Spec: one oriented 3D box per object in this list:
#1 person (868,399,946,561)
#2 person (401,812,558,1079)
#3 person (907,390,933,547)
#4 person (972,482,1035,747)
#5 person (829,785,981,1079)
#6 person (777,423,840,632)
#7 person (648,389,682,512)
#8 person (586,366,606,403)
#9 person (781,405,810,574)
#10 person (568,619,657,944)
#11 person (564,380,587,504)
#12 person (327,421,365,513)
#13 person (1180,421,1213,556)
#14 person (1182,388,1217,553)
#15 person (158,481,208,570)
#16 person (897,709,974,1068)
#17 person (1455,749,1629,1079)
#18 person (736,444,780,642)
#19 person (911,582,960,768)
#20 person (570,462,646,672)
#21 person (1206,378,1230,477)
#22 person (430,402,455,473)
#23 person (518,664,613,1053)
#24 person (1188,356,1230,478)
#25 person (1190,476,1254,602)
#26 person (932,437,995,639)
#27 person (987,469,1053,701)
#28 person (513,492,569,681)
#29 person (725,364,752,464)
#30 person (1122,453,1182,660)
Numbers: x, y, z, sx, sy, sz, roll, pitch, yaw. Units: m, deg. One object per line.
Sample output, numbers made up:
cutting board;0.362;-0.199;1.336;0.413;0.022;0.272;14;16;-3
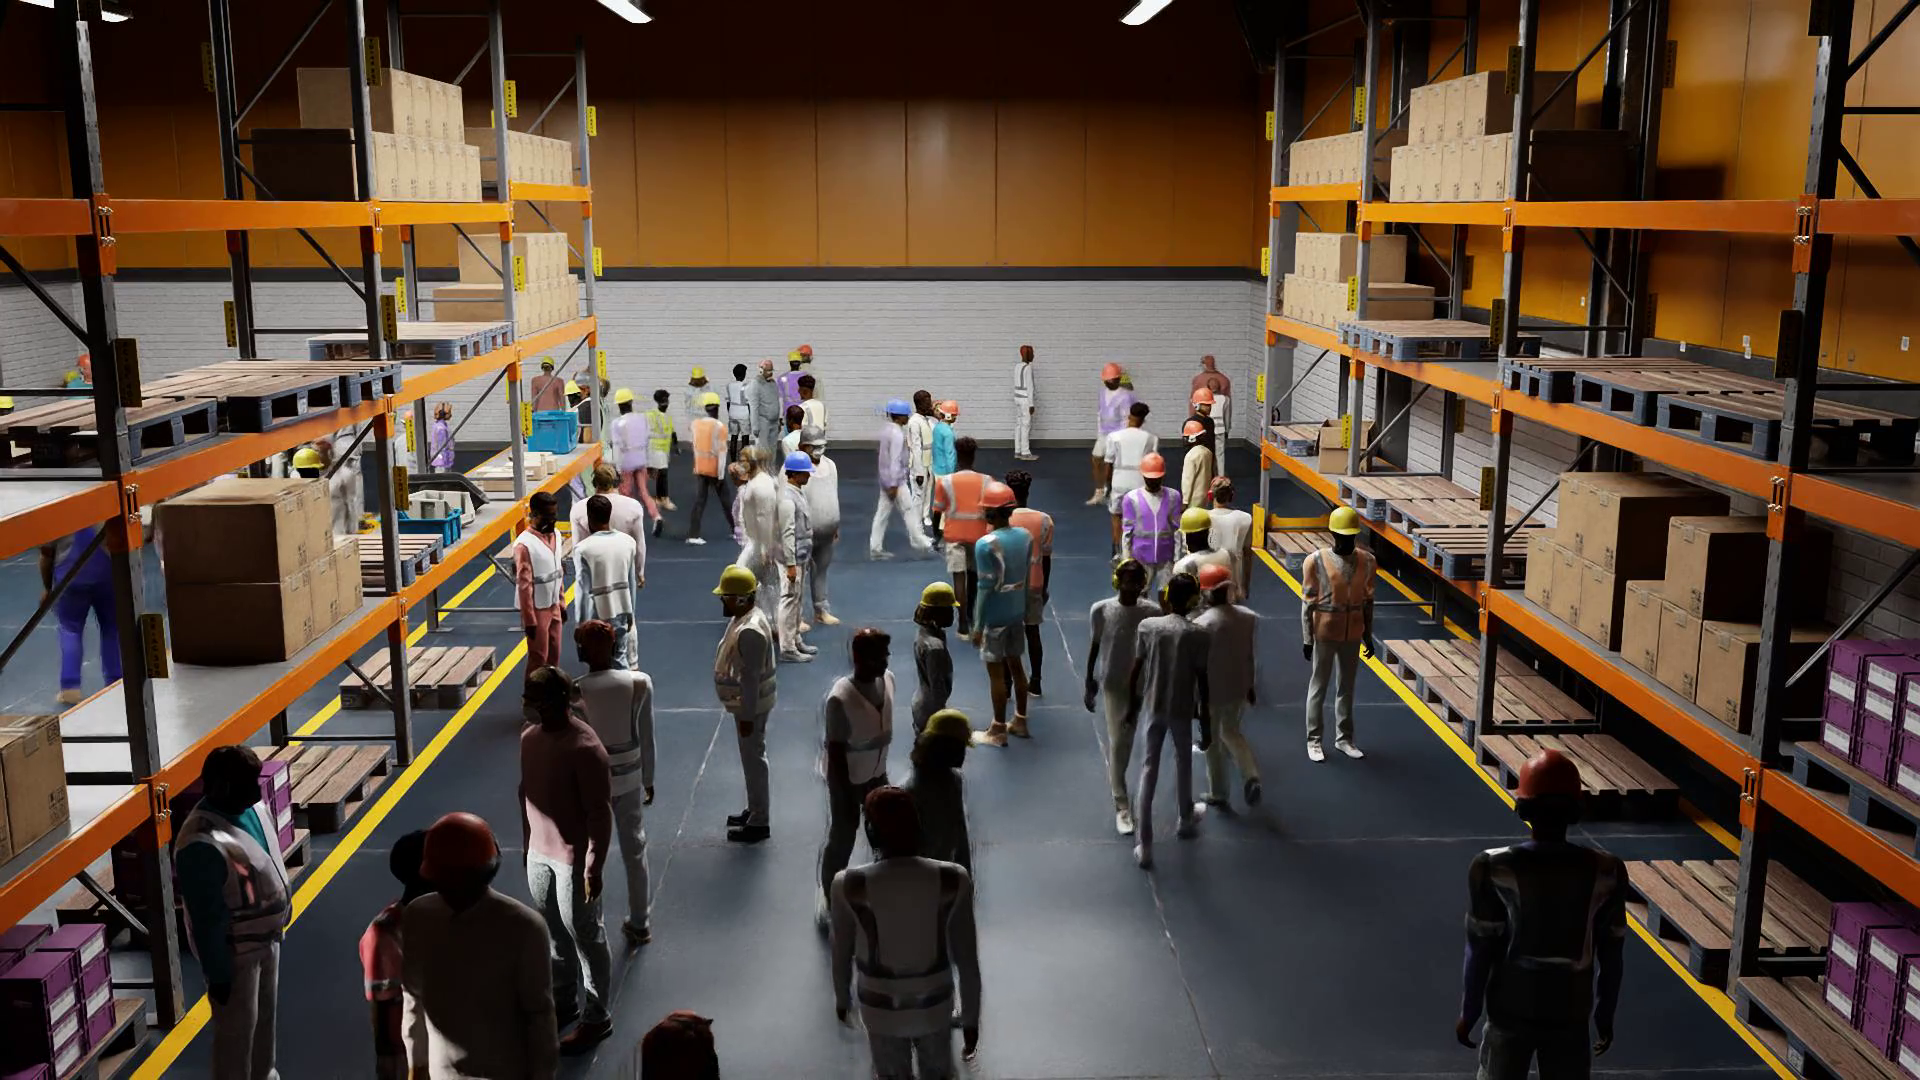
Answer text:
person;-0.644;-0.697;19.454;0.965;1.901;0.632;-3;12;-15
person;-1.772;1.933;6.091;0.617;1.984;0.410;4;12;18
person;-0.489;-0.877;20.339;0.393;1.920;0.591;1;11;5
person;0.301;0.563;12.805;0.390;2.040;0.615;10;15;40
person;-0.235;1.872;6.707;0.583;1.853;0.678;-2;11;-11
person;-1.420;-0.133;16.301;0.682;2.000;0.536;-11;16;-44
person;-3.990;-1.219;22.653;0.561;1.671;0.605;5;12;22
person;-5.892;-2.000;26.729;0.538;1.616;0.514;8;14;35
person;-1.806;-0.572;18.808;0.372;1.916;0.597;6;13;27
person;-1.959;1.359;9.230;0.577;1.879;0.349;-6;13;-26
person;-4.920;-1.102;21.484;0.399;1.914;0.594;4;12;18
person;-8.269;-1.185;22.344;0.320;1.737;0.485;10;15;41
person;2.638;-0.478;18.793;0.355;1.739;0.573;7;13;31
person;2.877;-0.829;19.903;0.385;1.993;0.624;9;14;37
person;-8.940;-0.676;19.023;0.682;2.000;0.536;-6;13;-26
person;-0.171;1.670;8.115;0.360;1.707;0.560;9;14;37
person;2.261;1.814;6.536;0.615;2.038;0.395;1;11;3
person;-1.977;0.058;15.633;0.632;1.917;0.651;-2;11;-9
person;-0.172;1.122;10.795;0.356;1.733;0.483;-2;11;-9
person;-3.046;0.285;14.463;0.631;1.940;0.372;-3;12;-13
person;3.745;-1.580;24.587;0.519;1.632;0.312;-2;12;-12
person;-6.683;-0.969;21.527;0.313;1.631;0.523;-5;12;-22
person;-1.943;1.542;8.158;0.633;1.938;0.356;10;15;42
person;3.809;-1.872;25.444;0.730;1.872;0.609;-4;12;-20
person;2.221;0.375;14.238;0.563;1.847;0.389;-1;11;-4
person;0.042;-0.041;16.161;0.612;1.913;1.003;-2;11;-10
person;0.493;0.379;13.956;0.599;1.958;0.374;-5;12;-25
person;-3.320;0.553;13.207;0.410;1.908;0.598;3;12;14
person;-3.452;-1.924;26.154;0.532;1.693;0.319;7;13;32
person;1.752;0.155;15.162;0.548;1.923;0.390;-1;11;-4
